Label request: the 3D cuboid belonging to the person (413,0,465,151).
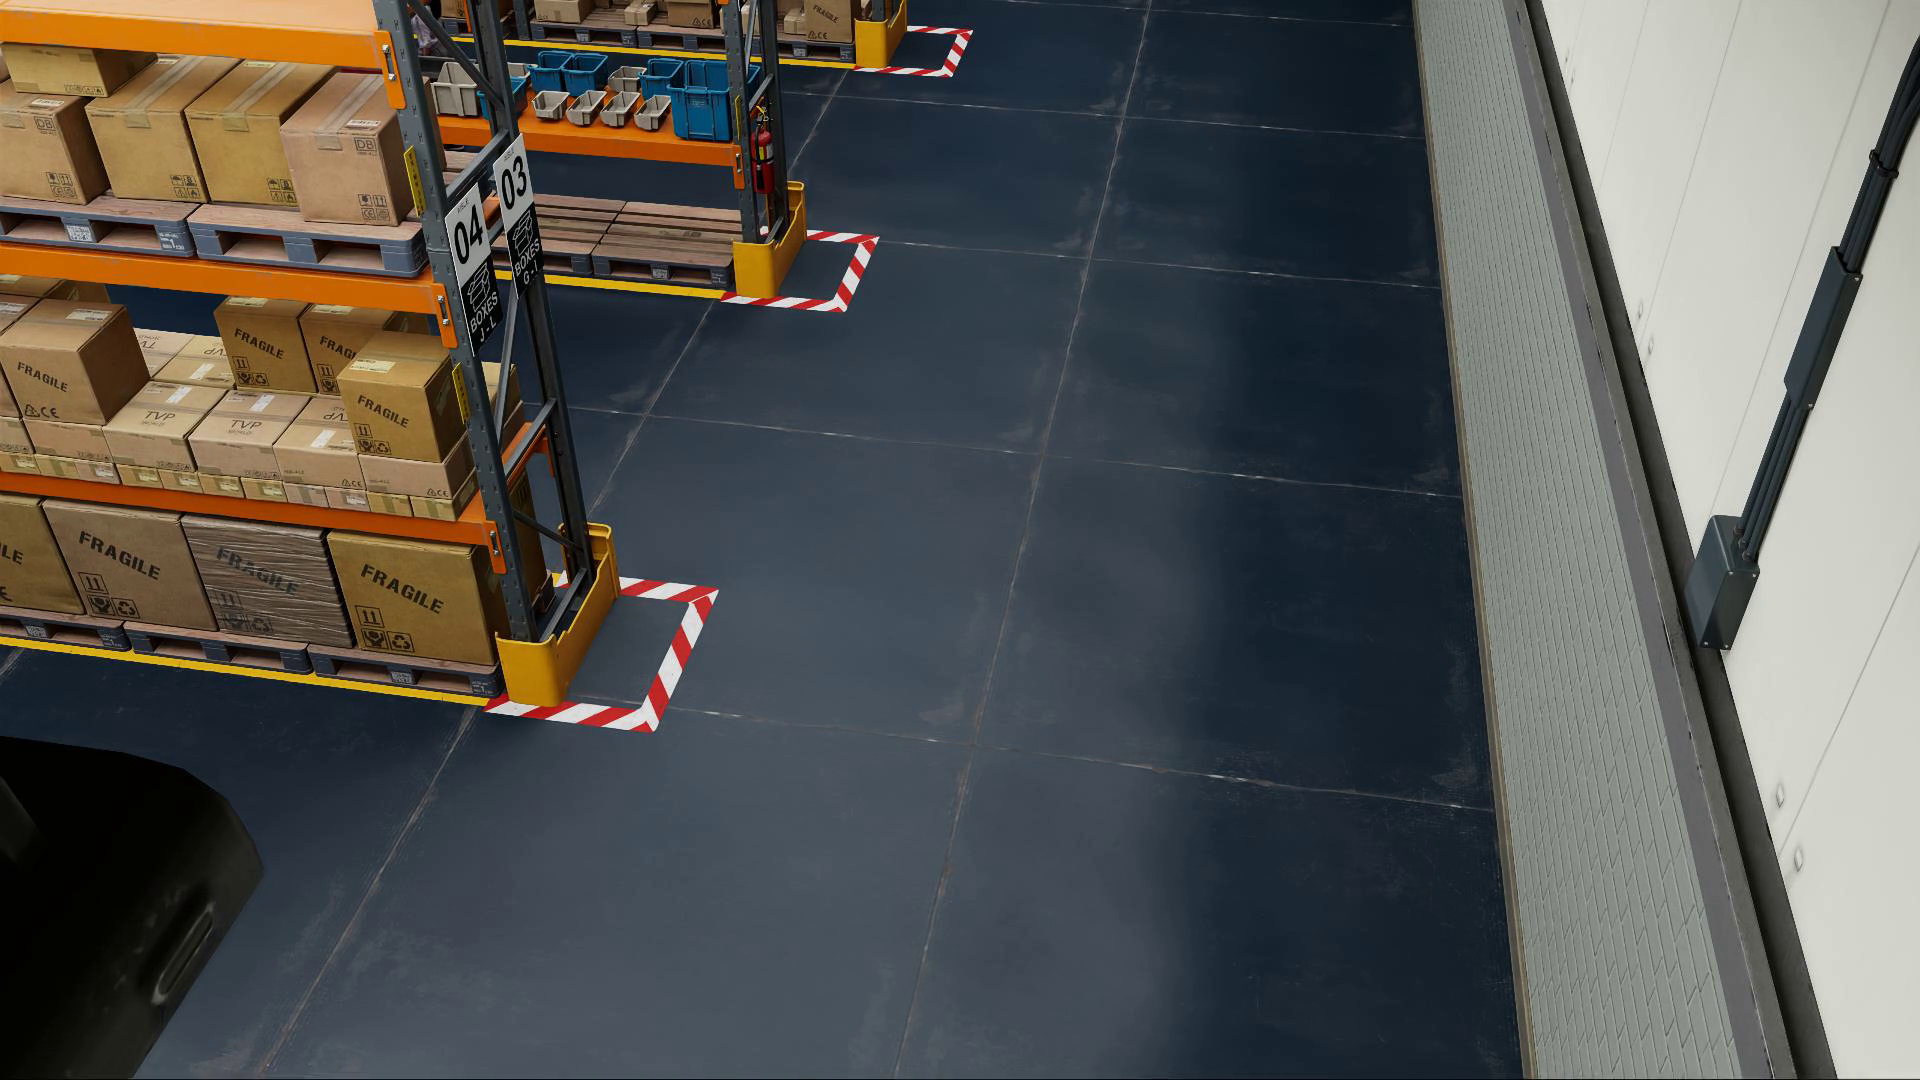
[{"bbox_3d":[-4.904,-4.530,15.658,0.527,1.734,0.606,4,38,5],"label":"person"}]
